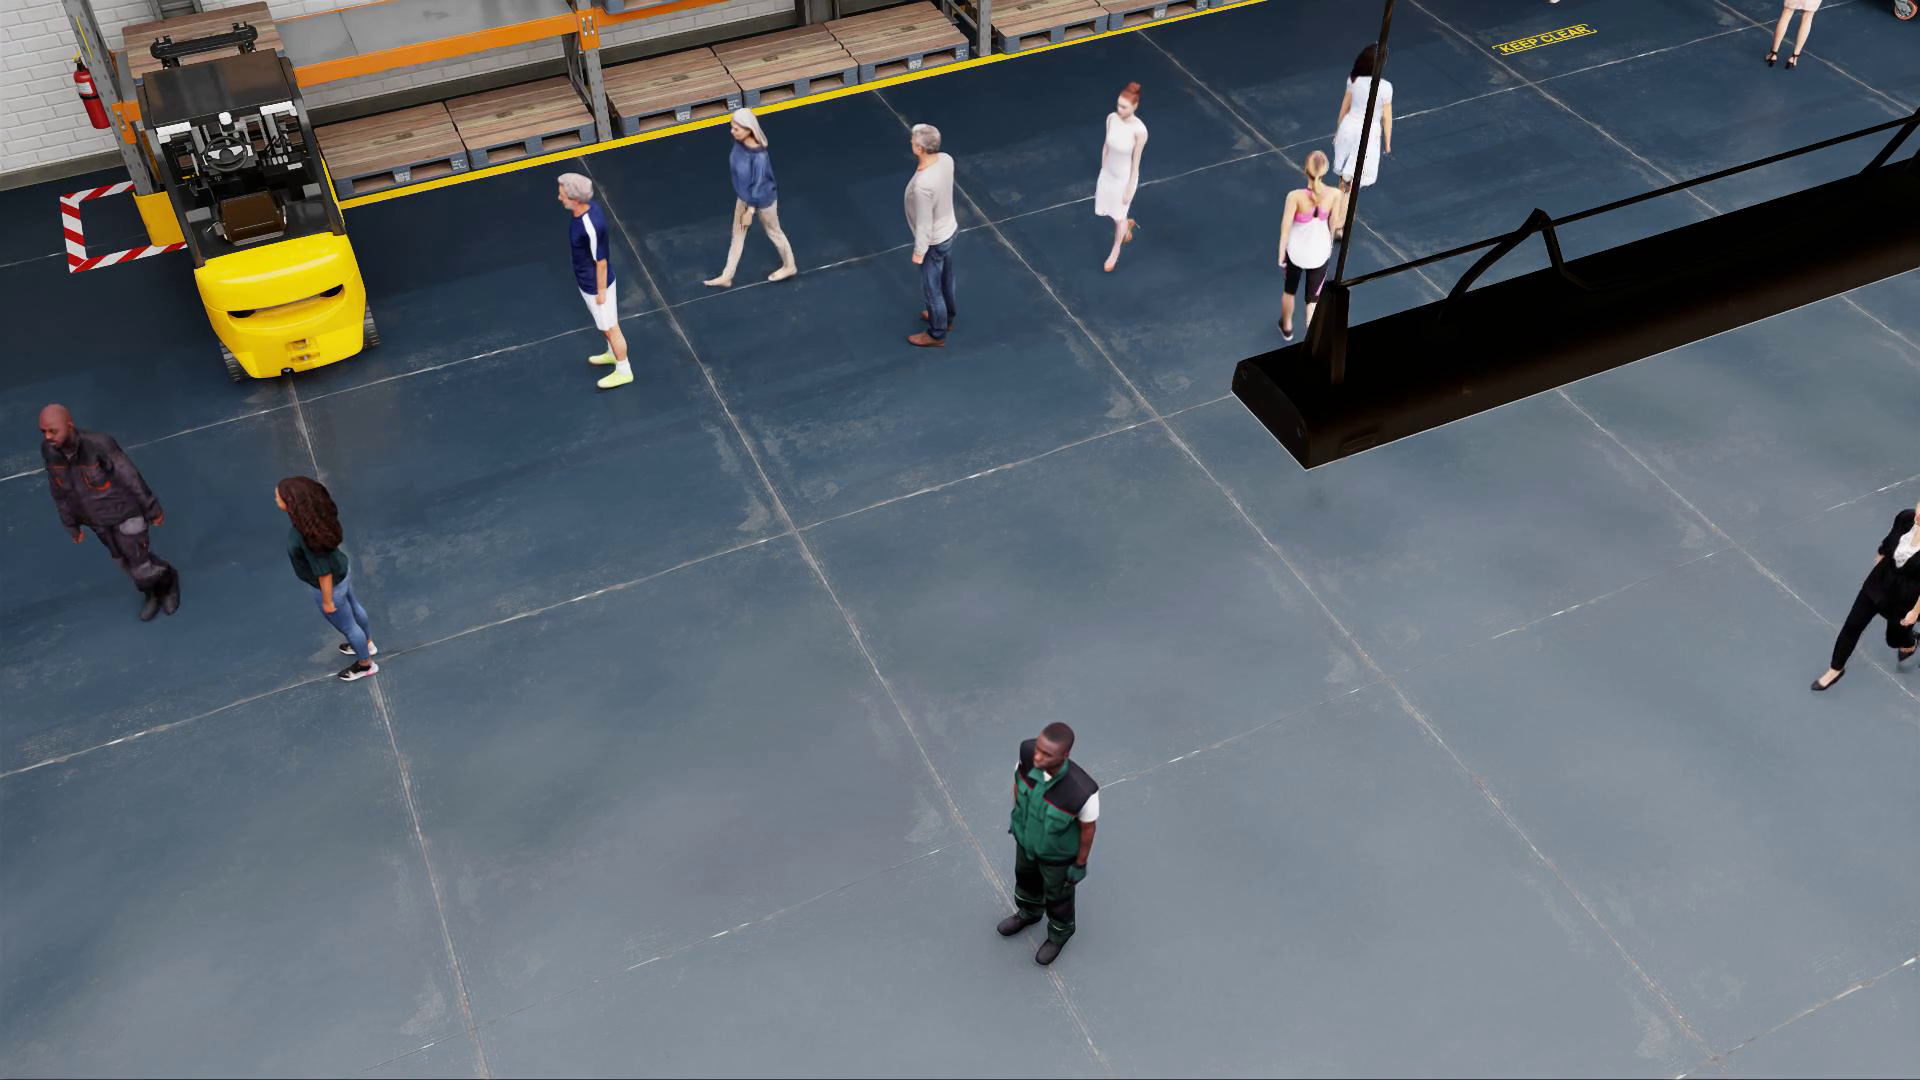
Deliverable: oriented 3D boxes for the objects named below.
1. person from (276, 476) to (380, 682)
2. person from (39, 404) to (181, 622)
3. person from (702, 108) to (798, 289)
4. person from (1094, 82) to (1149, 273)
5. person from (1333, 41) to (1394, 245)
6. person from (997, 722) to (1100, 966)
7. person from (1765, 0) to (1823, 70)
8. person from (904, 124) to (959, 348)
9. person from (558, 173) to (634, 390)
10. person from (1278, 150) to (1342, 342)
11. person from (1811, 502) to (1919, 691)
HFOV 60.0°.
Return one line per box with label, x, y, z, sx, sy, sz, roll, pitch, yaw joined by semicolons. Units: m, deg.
person;-3.946;0.235;10.414;0.667;1.616;0.659;-6;44;-7
person;-5.457;-0.257;10.791;0.827;1.809;0.934;3;44;3
person;-1.564;-2.781;13.548;1.071;1.660;0.702;-23;48;-23
person;1.394;-2.981;13.672;0.856;1.780;0.747;-31;52;-28
person;3.301;-3.281;13.970;0.838;1.802;0.934;33;53;30
person;0.476;1.582;8.839;0.766;1.839;0.736;34;53;31
person;8.324;-5.501;16.280;0.642;1.830;0.698;15;46;15
person;-0.198;-2.361;12.926;0.883;1.910;0.818;15;46;15
person;-2.751;-1.978;12.579;0.550;1.835;0.647;-15;46;-15
person;2.690;-2.132;12.789;1.104;1.767;0.975;0;44;0
person;5.863;0.318;10.309;0.979;1.640;0.628;-20;47;-20
